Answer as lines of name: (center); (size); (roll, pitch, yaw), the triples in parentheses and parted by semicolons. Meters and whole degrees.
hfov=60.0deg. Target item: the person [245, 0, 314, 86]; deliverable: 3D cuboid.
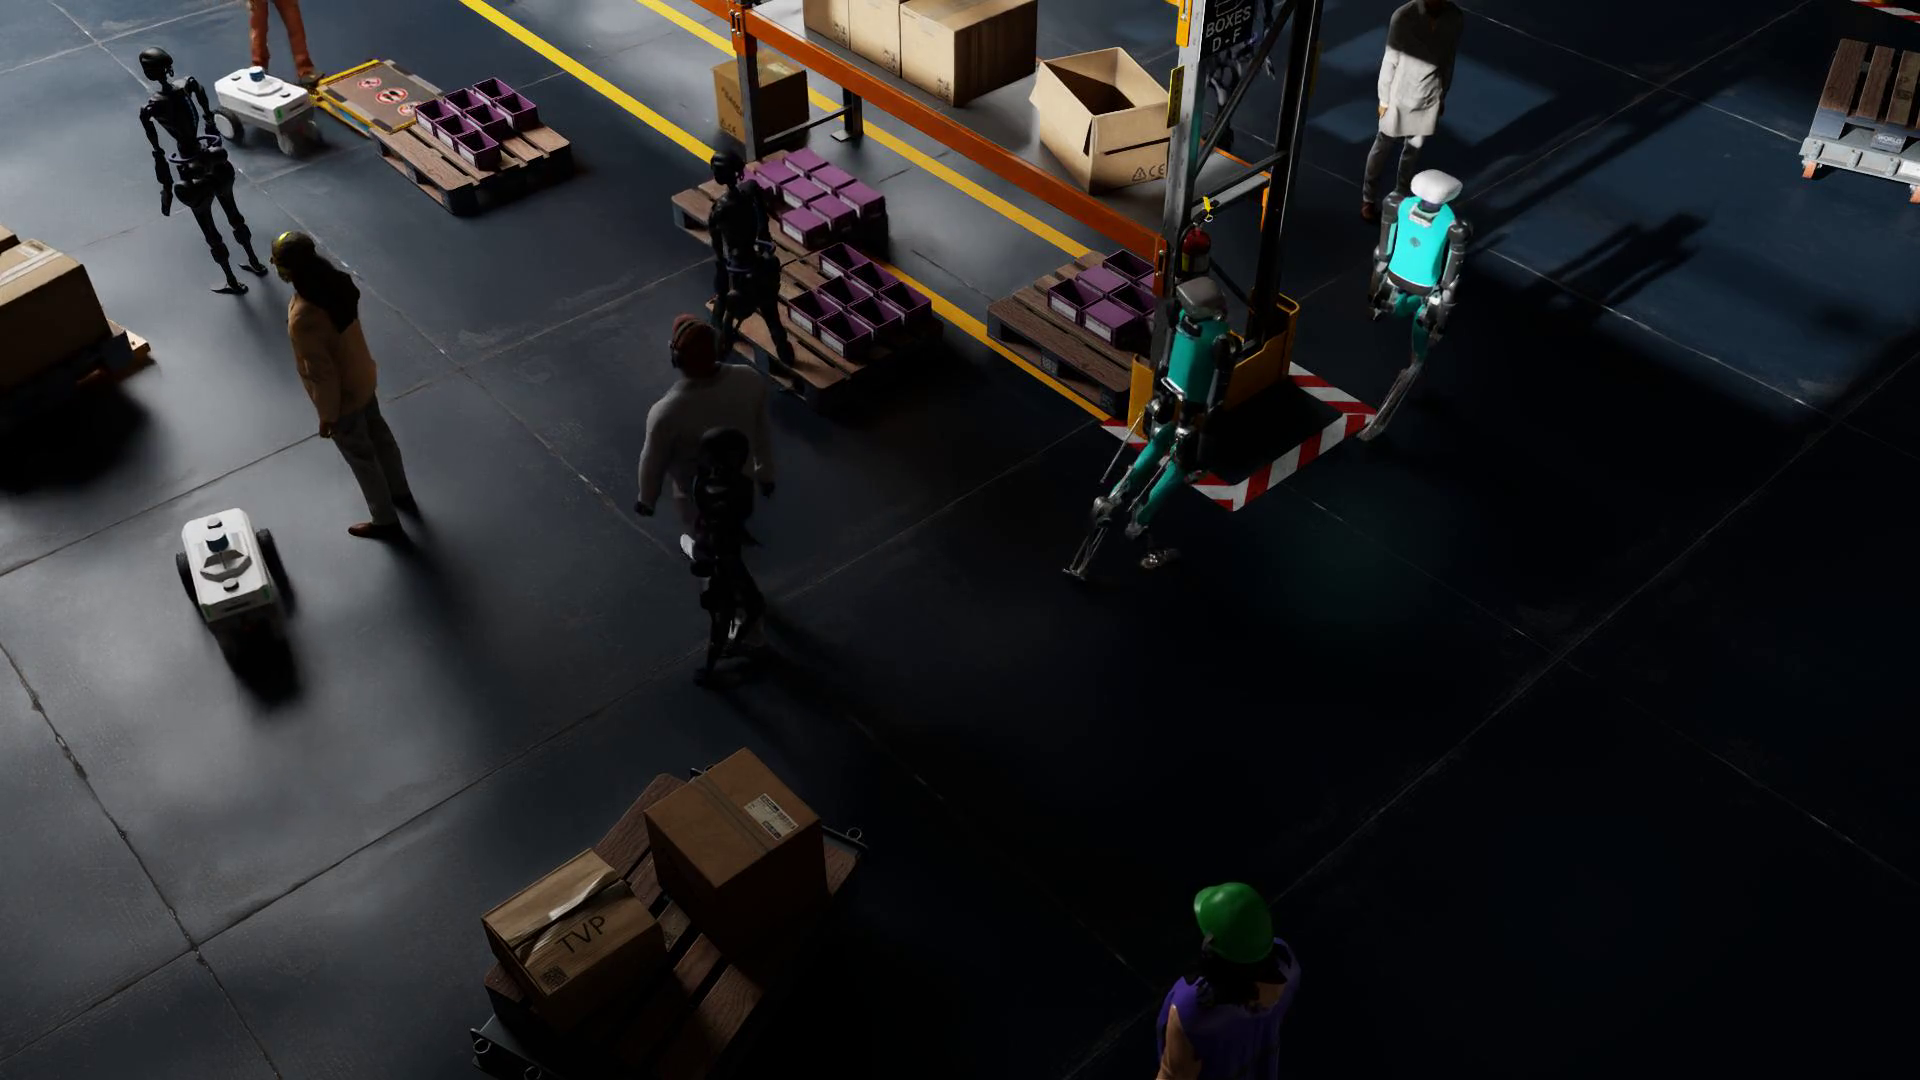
person: (-5.324, -4.259, 12.654); (0.655, 1.731, 0.505); (29, 50, 27)

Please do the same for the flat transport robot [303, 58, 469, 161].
flat transport robot: (-4.370, -3.321, 12.707); (1.431, 0.231, 0.659); (33, 52, 31)

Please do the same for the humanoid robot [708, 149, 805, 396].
humanoid robot: (-1.273, -1.553, 9.770); (0.764, 1.624, 0.613); (19, 46, 19)

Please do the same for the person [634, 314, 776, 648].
person: (-1.304, -0.321, 8.262); (0.949, 1.861, 0.664); (33, 52, 31)

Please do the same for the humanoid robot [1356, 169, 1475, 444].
humanoid robot: (2.705, -1.425, 9.594); (0.541, 1.760, 1.031); (30, 50, 29)

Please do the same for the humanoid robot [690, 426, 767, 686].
humanoid robot: (-1.155, 0.091, 7.960); (0.423, 1.634, 0.593); (-1, 43, -1)

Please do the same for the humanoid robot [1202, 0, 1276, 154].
humanoid robot: (1.975, -3.394, 11.781); (0.592, 1.627, 0.771); (-15, 45, -16)

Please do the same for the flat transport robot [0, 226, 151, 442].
flat transport robot: (-5.777, -0.976, 10.156); (0.659, 0.231, 1.431); (25, 48, 24)

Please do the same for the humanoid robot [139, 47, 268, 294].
humanoid robot: (-4.868, -2.352, 10.603); (0.315, 1.657, 0.599); (15, 45, 16)

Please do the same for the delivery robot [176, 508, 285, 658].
delivery robot: (-3.812, 0.182, 8.698); (0.499, 0.611, 0.809); (-19, 46, -20)

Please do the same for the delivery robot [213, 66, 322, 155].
delivery robot: (-5.190, -3.244, 12.411); (0.774, 0.592, 0.499); (22, 47, 22)

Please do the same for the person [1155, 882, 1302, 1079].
person: (0.902, 1.850, 5.855); (0.531, 1.931, 0.410); (-26, 49, -26)

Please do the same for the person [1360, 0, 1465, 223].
person: (3.057, -2.998, 11.203); (0.503, 1.832, 0.370); (-3, 43, -4)

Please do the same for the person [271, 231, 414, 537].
person: (-3.245, -0.808, 8.789); (0.390, 1.874, 0.563); (3, 43, 3)

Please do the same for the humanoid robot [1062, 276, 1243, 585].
humanoid robot: (0.908, -0.438, 8.532); (0.937, 1.814, 0.558); (-20, 46, -20)
